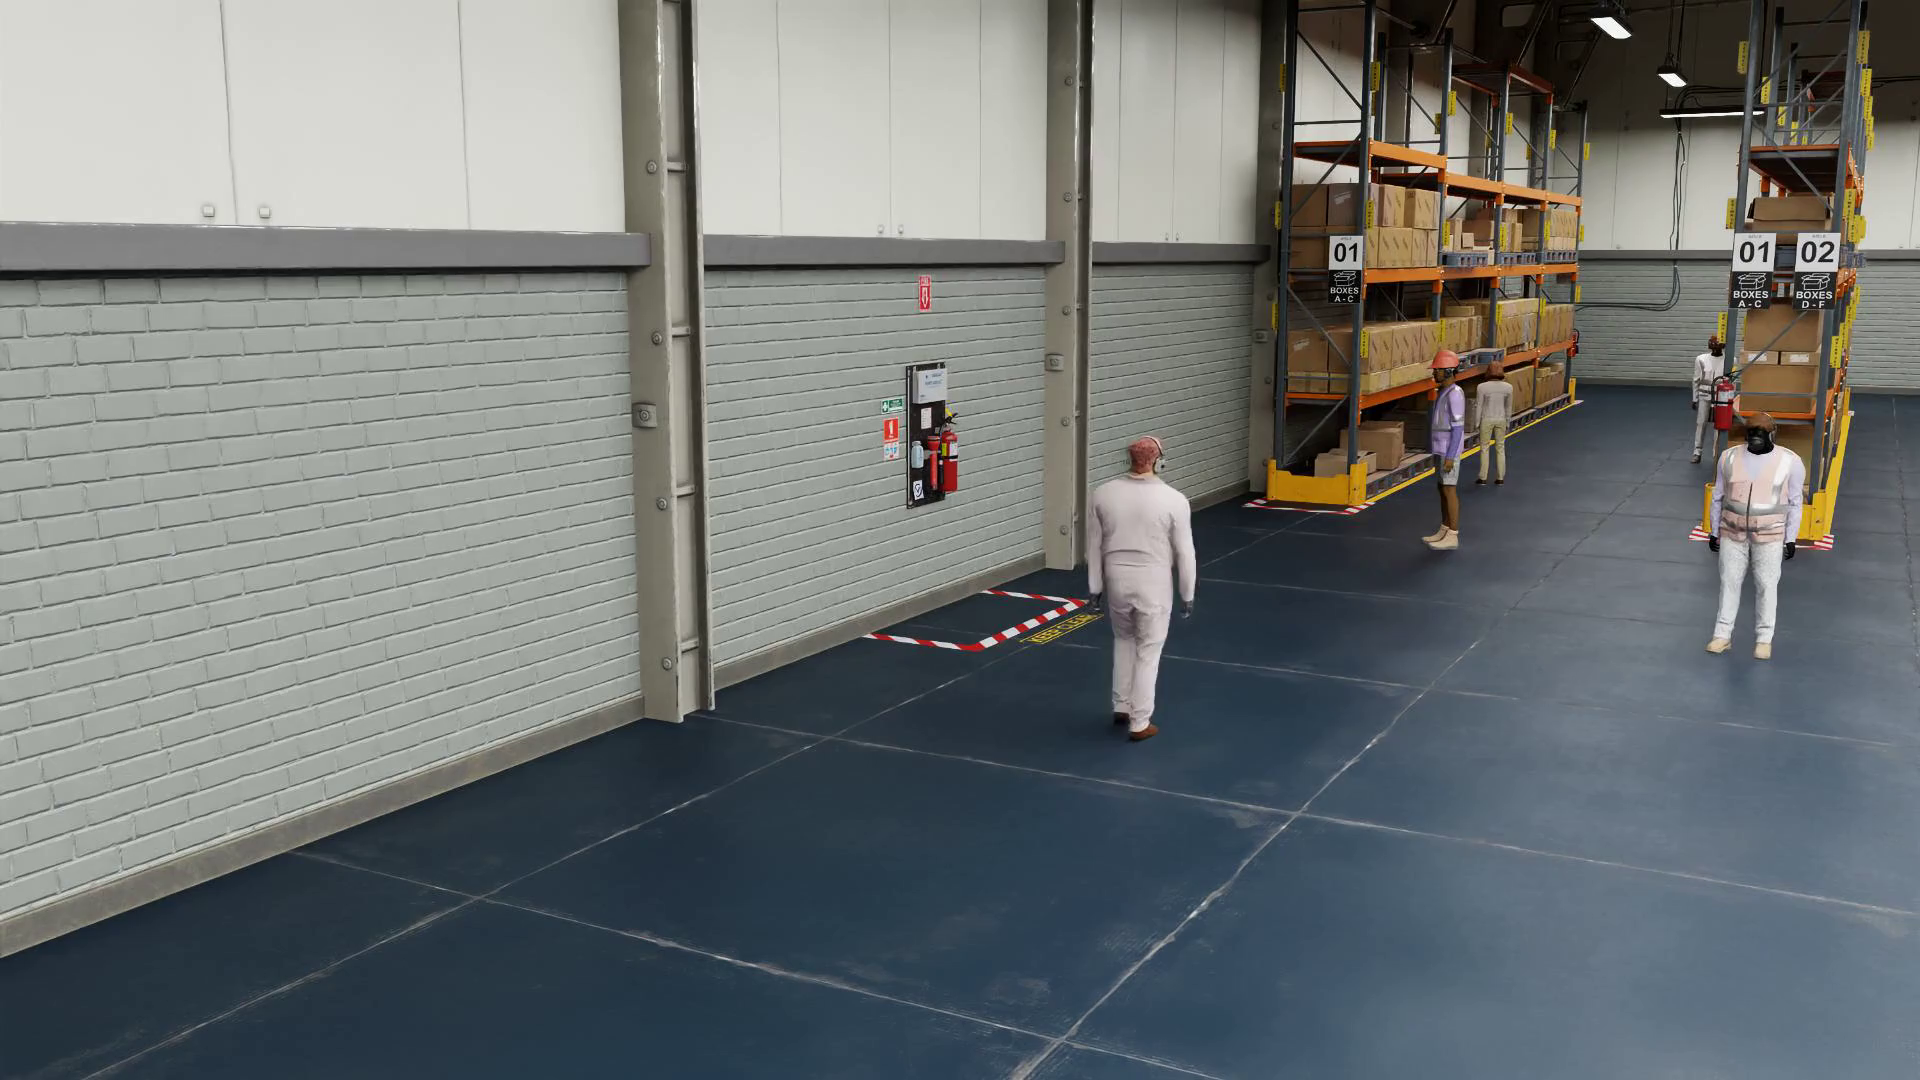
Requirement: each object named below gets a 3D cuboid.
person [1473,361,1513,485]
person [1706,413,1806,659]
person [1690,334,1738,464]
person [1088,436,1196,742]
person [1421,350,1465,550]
[{"bbox_3d":[6.982,-1.525,21.791,0.494,1.624,0.280,-1,10,-7],"label":"person"},{"bbox_3d":[5.925,-0.035,12.435,0.634,1.839,0.429,8,12,37],"label":"person"},{"bbox_3d":[10.867,-2.030,23.987,0.575,1.882,0.359,6,11,30],"label":"person"},{"bbox_3d":[1.148,0.295,10.359,0.673,1.886,0.576,5,11,27],"label":"person"},{"bbox_3d":[4.942,-0.918,17.008,0.393,2.041,0.613,1,10,5],"label":"person"}]
